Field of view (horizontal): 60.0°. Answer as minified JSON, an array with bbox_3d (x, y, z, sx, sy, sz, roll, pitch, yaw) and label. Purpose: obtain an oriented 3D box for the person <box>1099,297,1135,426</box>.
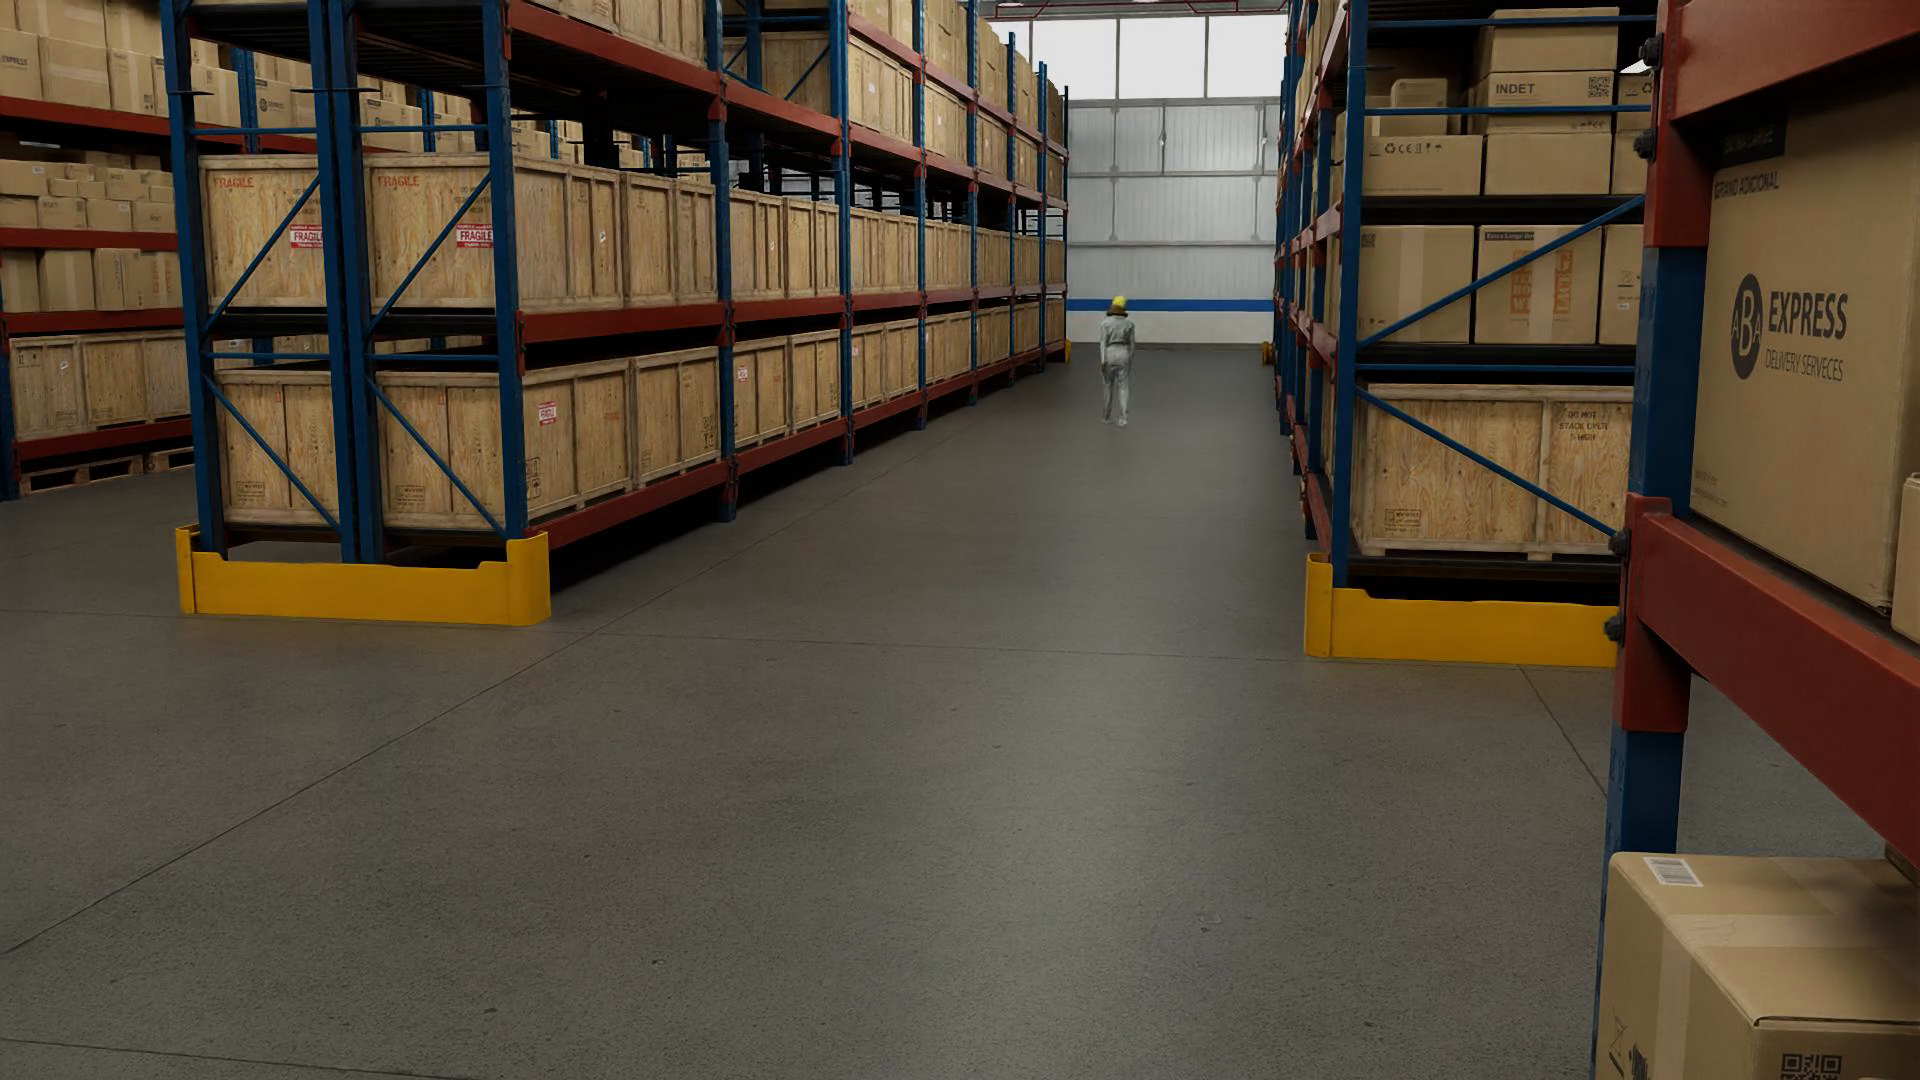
[{"bbox_3d":[2.066,-2.357,21.976,0.509,1.691,0.902,-1,9,-7],"label":"person"}]
